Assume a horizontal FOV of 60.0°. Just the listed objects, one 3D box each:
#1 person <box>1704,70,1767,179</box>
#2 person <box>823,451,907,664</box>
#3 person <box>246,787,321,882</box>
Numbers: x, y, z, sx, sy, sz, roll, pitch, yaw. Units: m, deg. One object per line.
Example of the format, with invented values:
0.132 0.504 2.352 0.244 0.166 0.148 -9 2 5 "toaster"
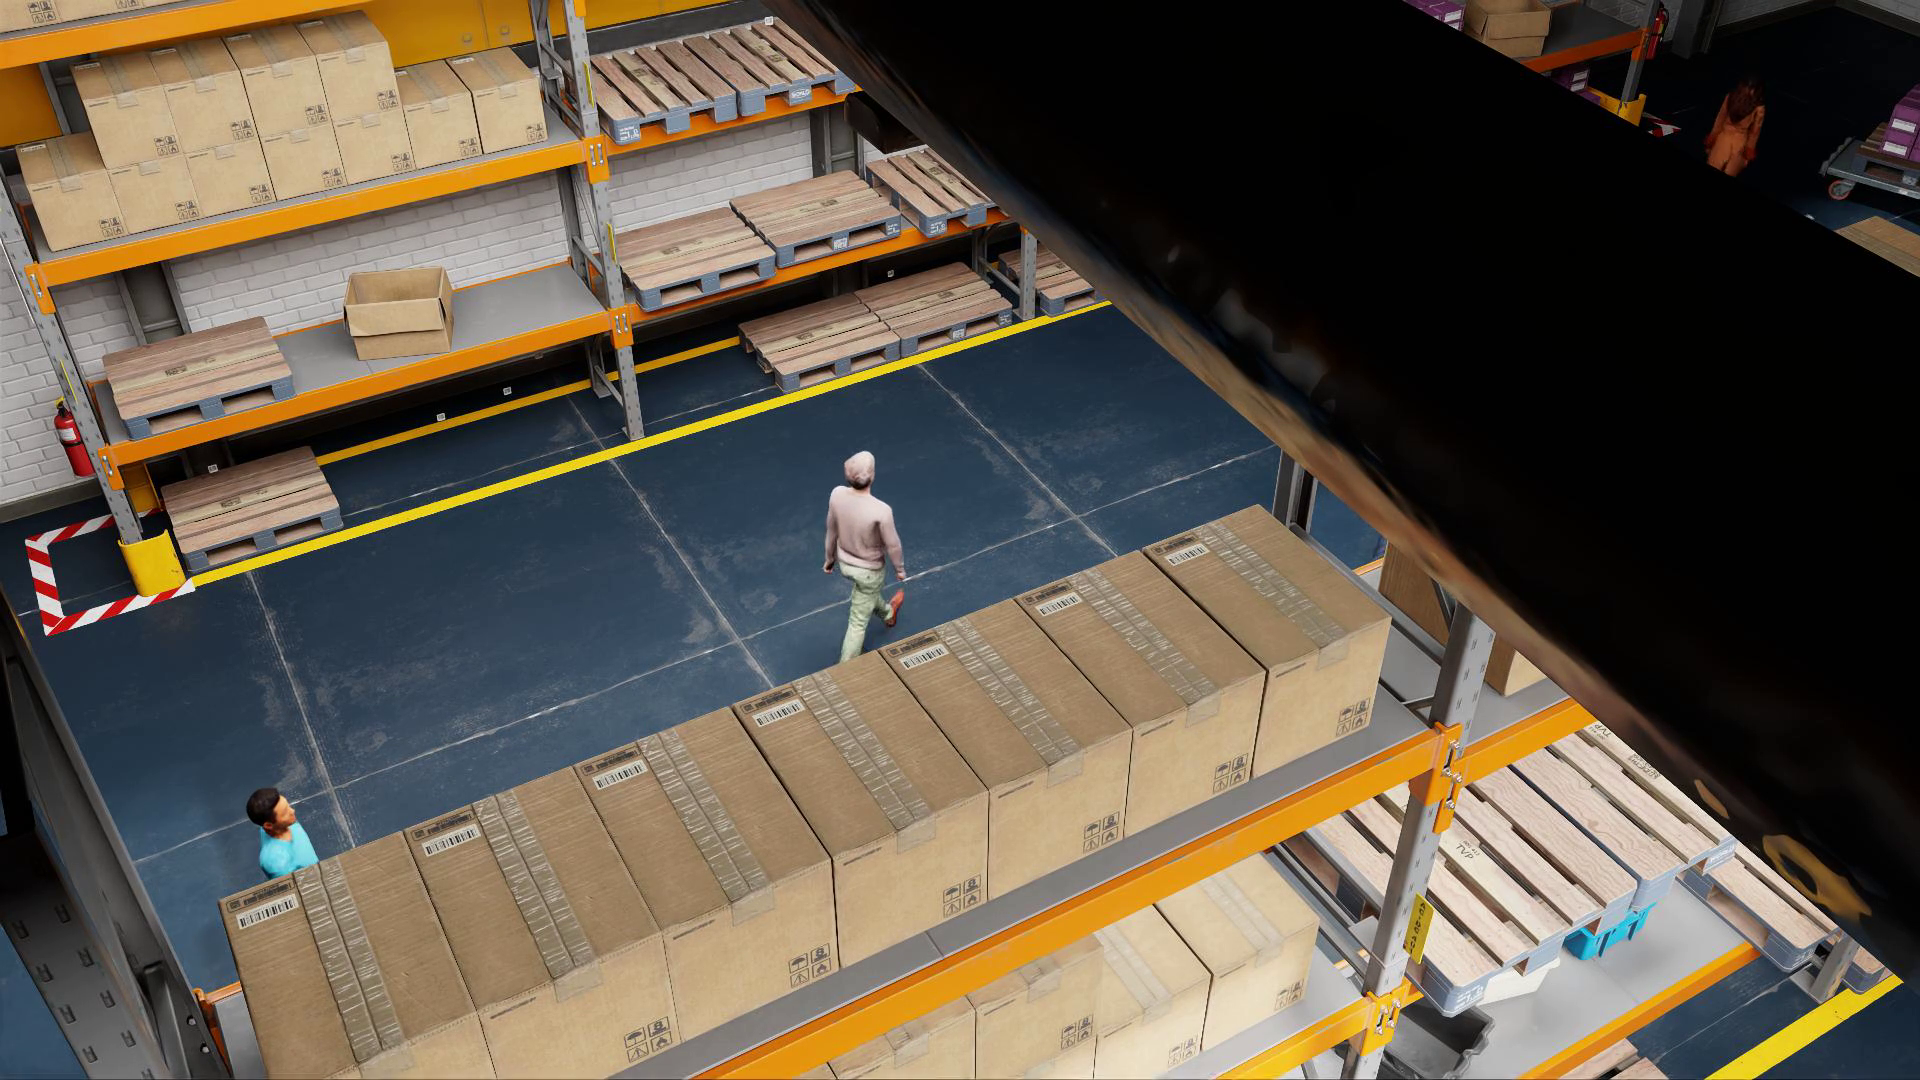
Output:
7.778 -3.921 16.884 0.859 1.707 0.961 29 47 31 "person"
-0.724 0.259 11.554 1.087 1.826 1.349 22 44 25 "person"
-3.698 2.045 9.359 0.567 1.776 0.649 -12 40 -15 "person"
